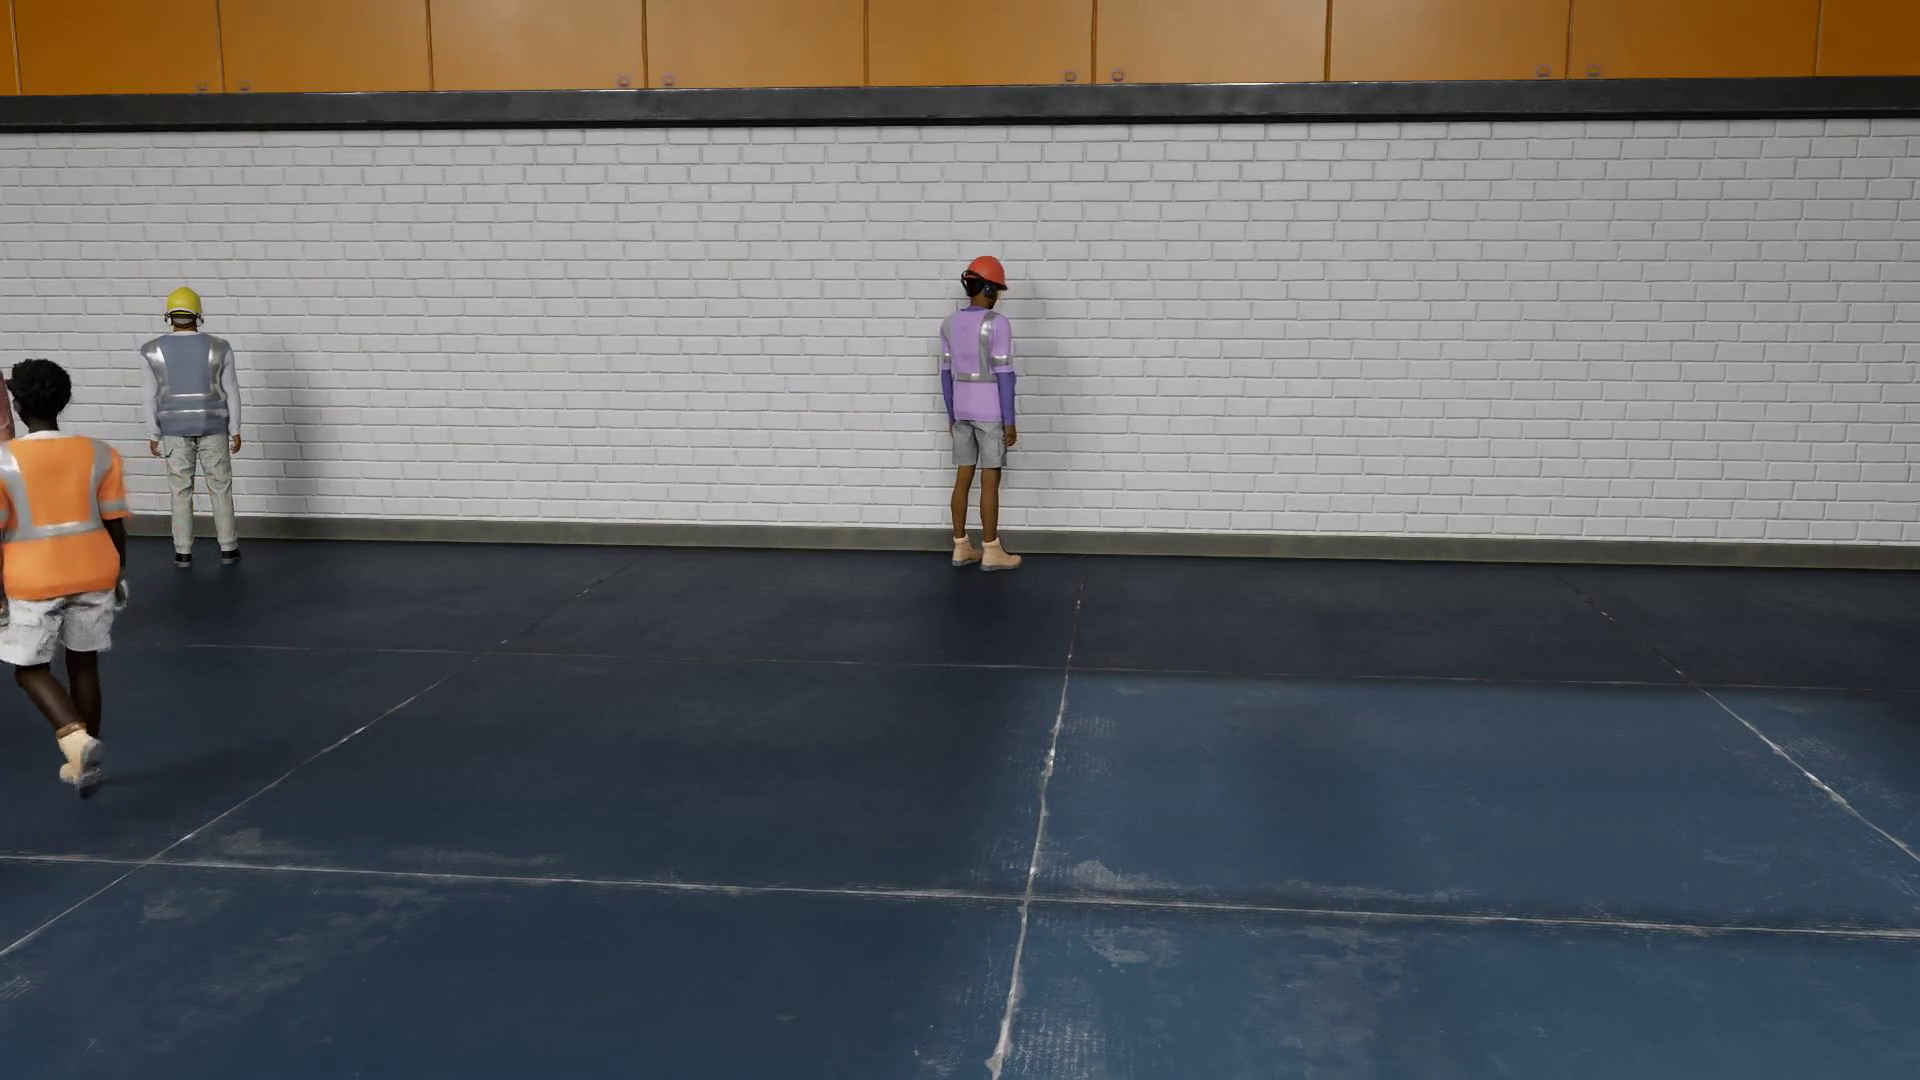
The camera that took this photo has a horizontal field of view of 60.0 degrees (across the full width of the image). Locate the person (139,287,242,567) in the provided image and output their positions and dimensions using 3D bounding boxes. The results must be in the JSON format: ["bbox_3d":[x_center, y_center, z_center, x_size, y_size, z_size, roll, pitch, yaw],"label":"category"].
[{"bbox_3d":[-5.028,-0.737,10.926,0.586,1.833,0.403,-4,11,-23],"label":"person"}]

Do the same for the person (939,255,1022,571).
[{"bbox_3d":[0.158,-0.820,10.834,0.611,2.035,0.415,10,14,44],"label":"person"}]

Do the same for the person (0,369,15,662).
[{"bbox_3d":[-4.974,-0.332,8.397,0.652,1.906,0.408,5,11,28],"label":"person"}]

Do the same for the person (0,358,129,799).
[{"bbox_3d":[-3.337,0.164,6.204,0.597,1.673,0.539,9,13,42],"label":"person"}]
